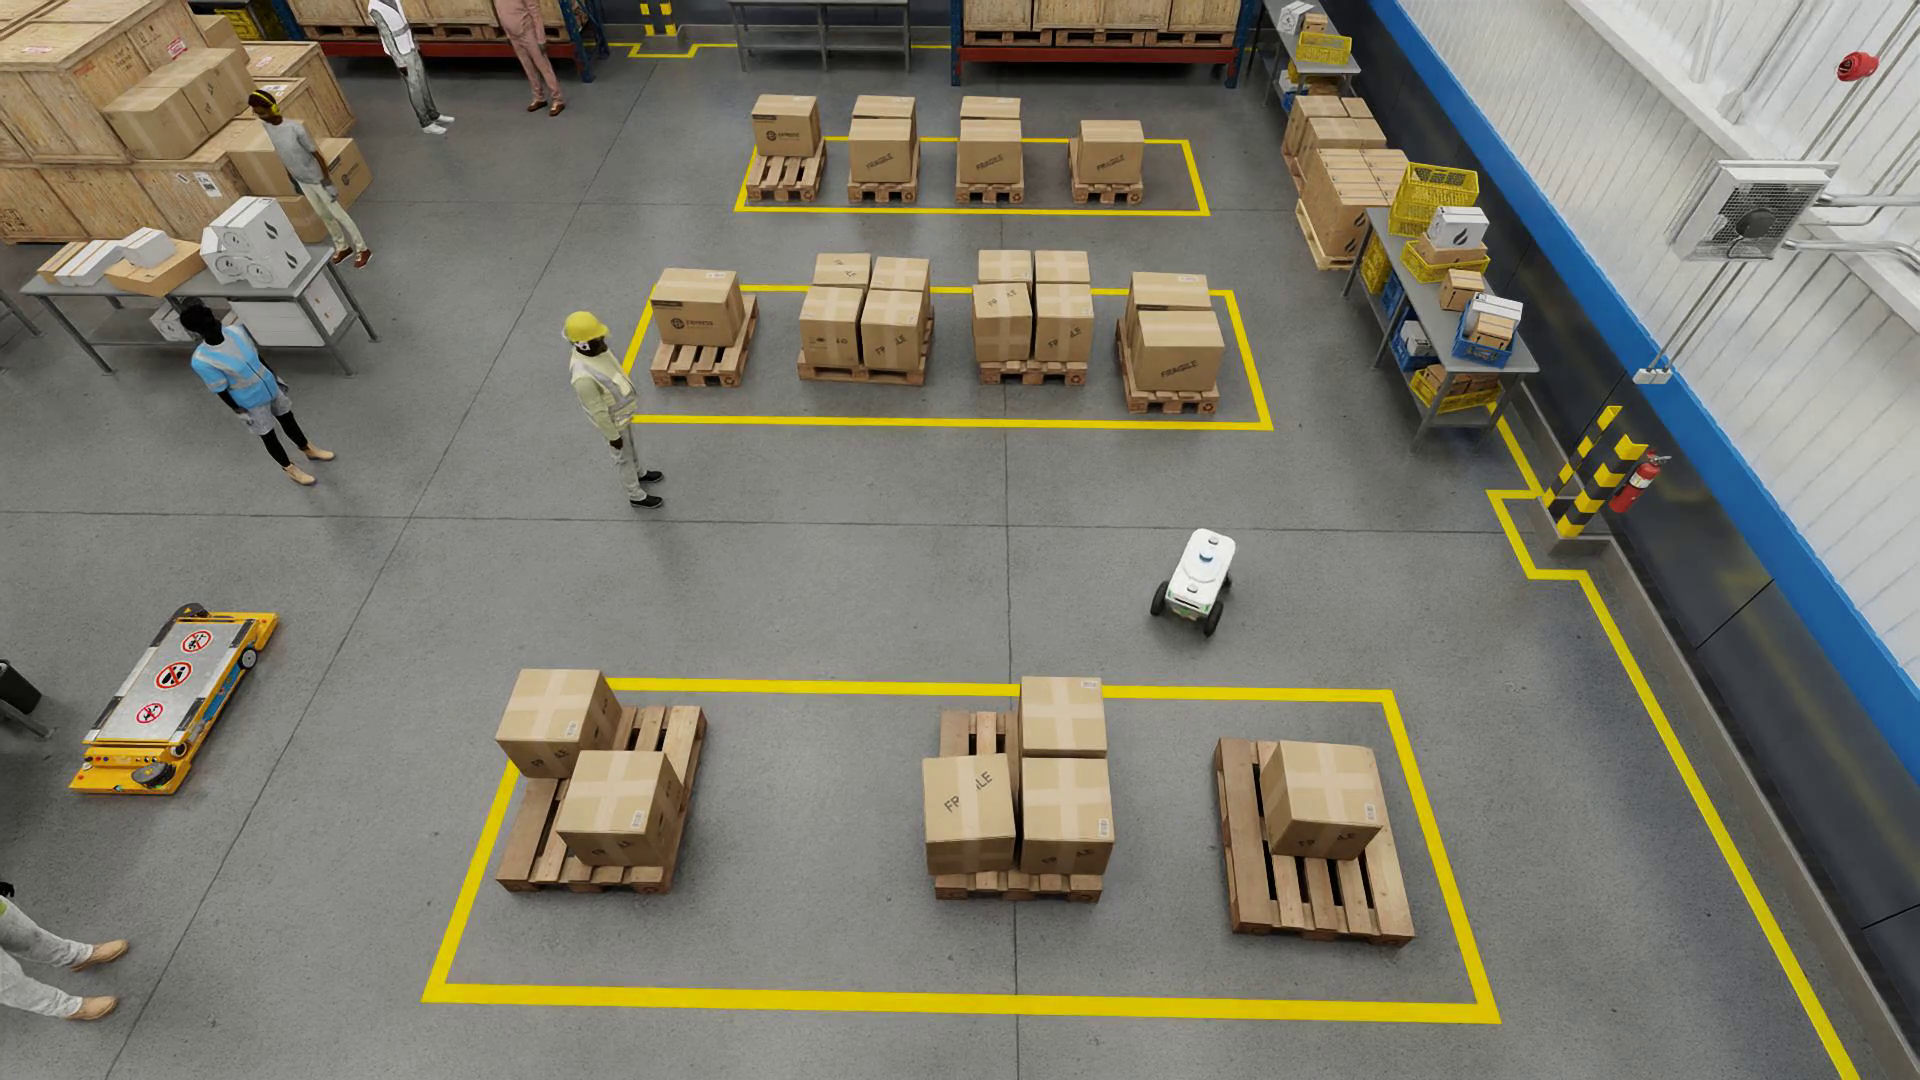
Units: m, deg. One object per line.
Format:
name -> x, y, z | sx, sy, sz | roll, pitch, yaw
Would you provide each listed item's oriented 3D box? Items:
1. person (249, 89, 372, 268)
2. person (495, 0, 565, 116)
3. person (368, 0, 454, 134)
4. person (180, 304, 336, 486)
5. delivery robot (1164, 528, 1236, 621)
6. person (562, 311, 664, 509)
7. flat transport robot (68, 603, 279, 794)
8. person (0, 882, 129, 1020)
person -> -6.688, -3.687, 9.433 | 0.518, 1.865, 0.326 | 11, 51, 9
person -> -5.591, -6.454, 11.747 | 0.642, 1.909, 0.399 | 20, 53, 16
person -> -6.939, -6.087, 11.436 | 0.388, 1.911, 0.592 | -1, 50, -1
person -> -5.685, -1.171, 7.412 | 0.315, 1.696, 0.541 | 6, 50, 5
delivery robot -> 1.812, 0.244, 6.899 | 0.477, 0.478, 0.707 | 21, 53, 17
person -> -2.704, -1.005, 7.181 | 0.404, 1.836, 0.590 | -8, 50, -7
flat transport robot -> -5.504, 1.072, 6.442 | 0.652, 0.197, 1.431 | 1, 50, 1
person -> -5.054, 1.984, 4.649 | 0.429, 1.844, 0.627 | -15, 51, -12
